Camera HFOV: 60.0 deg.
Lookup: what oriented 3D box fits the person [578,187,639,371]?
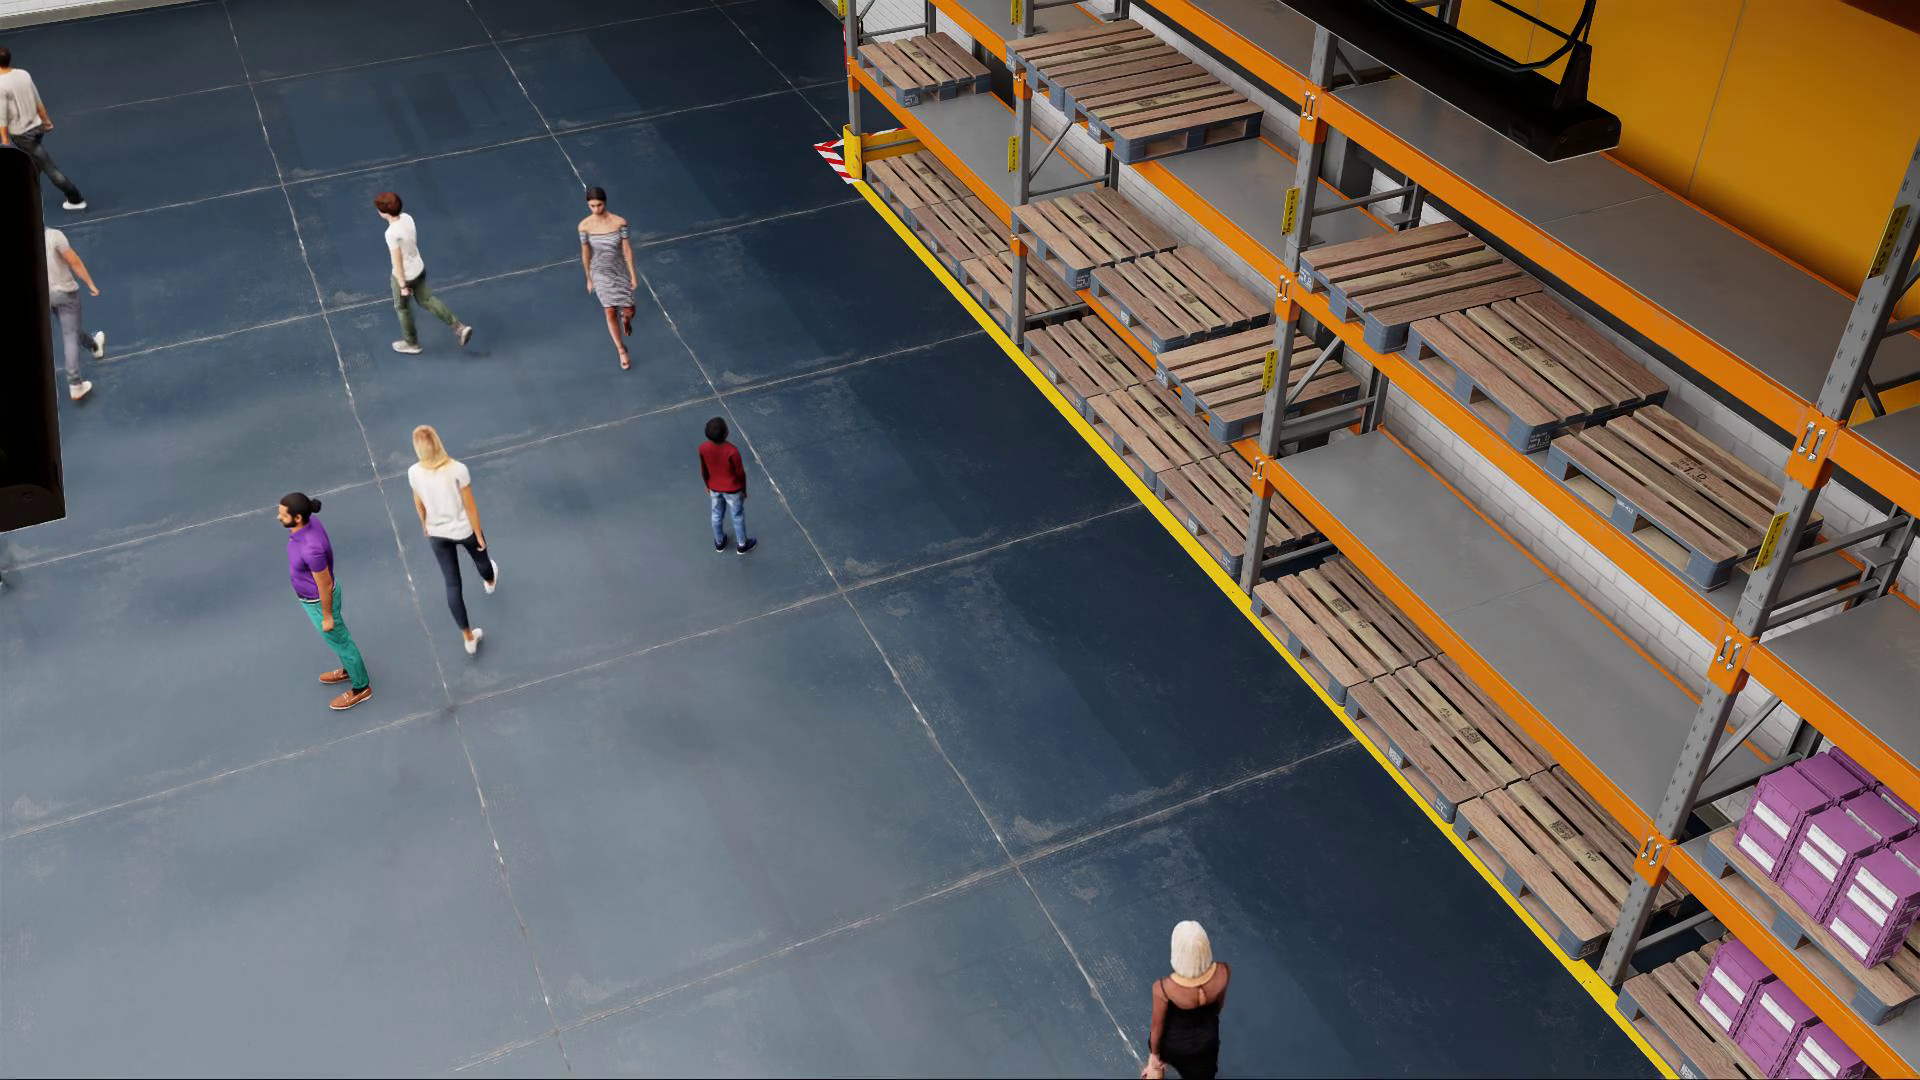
[{"bbox_3d":[-3.119,-2.395,14.912,0.705,1.807,0.825,-8,39,-10],"label":"person"}]

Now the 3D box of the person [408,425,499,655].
[{"bbox_3d":[-3.640,0.037,11.905,0.895,1.759,1.236,-2,39,-2],"label":"person"}]

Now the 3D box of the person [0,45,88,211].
[{"bbox_3d":[-9.578,-4.215,17.223,1.180,1.767,1.174,9,39,11],"label":"person"}]

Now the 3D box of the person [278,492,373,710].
[{"bbox_3d":[-4.383,0.388,11.457,0.690,1.768,0.523,-19,42,-22],"label":"person"}]

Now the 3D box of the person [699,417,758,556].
[{"bbox_3d":[-1.821,-0.424,12.886,0.590,1.256,0.642,10,40,12],"label":"person"}]

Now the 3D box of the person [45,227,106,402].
[{"bbox_3d":[-7.895,-2.090,14.503,0.999,1.840,1.307,-2,39,-3],"label":"person"}]

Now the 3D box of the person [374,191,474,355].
[{"bbox_3d":[-4.907,-2.396,15.052,1.030,1.633,1.027,8,39,10],"label":"person"}]

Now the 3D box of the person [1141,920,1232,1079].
[{"bbox_3d":[1.215,2.665,8.654,0.788,1.710,1.128,-6,39,-8],"label":"person"}]
